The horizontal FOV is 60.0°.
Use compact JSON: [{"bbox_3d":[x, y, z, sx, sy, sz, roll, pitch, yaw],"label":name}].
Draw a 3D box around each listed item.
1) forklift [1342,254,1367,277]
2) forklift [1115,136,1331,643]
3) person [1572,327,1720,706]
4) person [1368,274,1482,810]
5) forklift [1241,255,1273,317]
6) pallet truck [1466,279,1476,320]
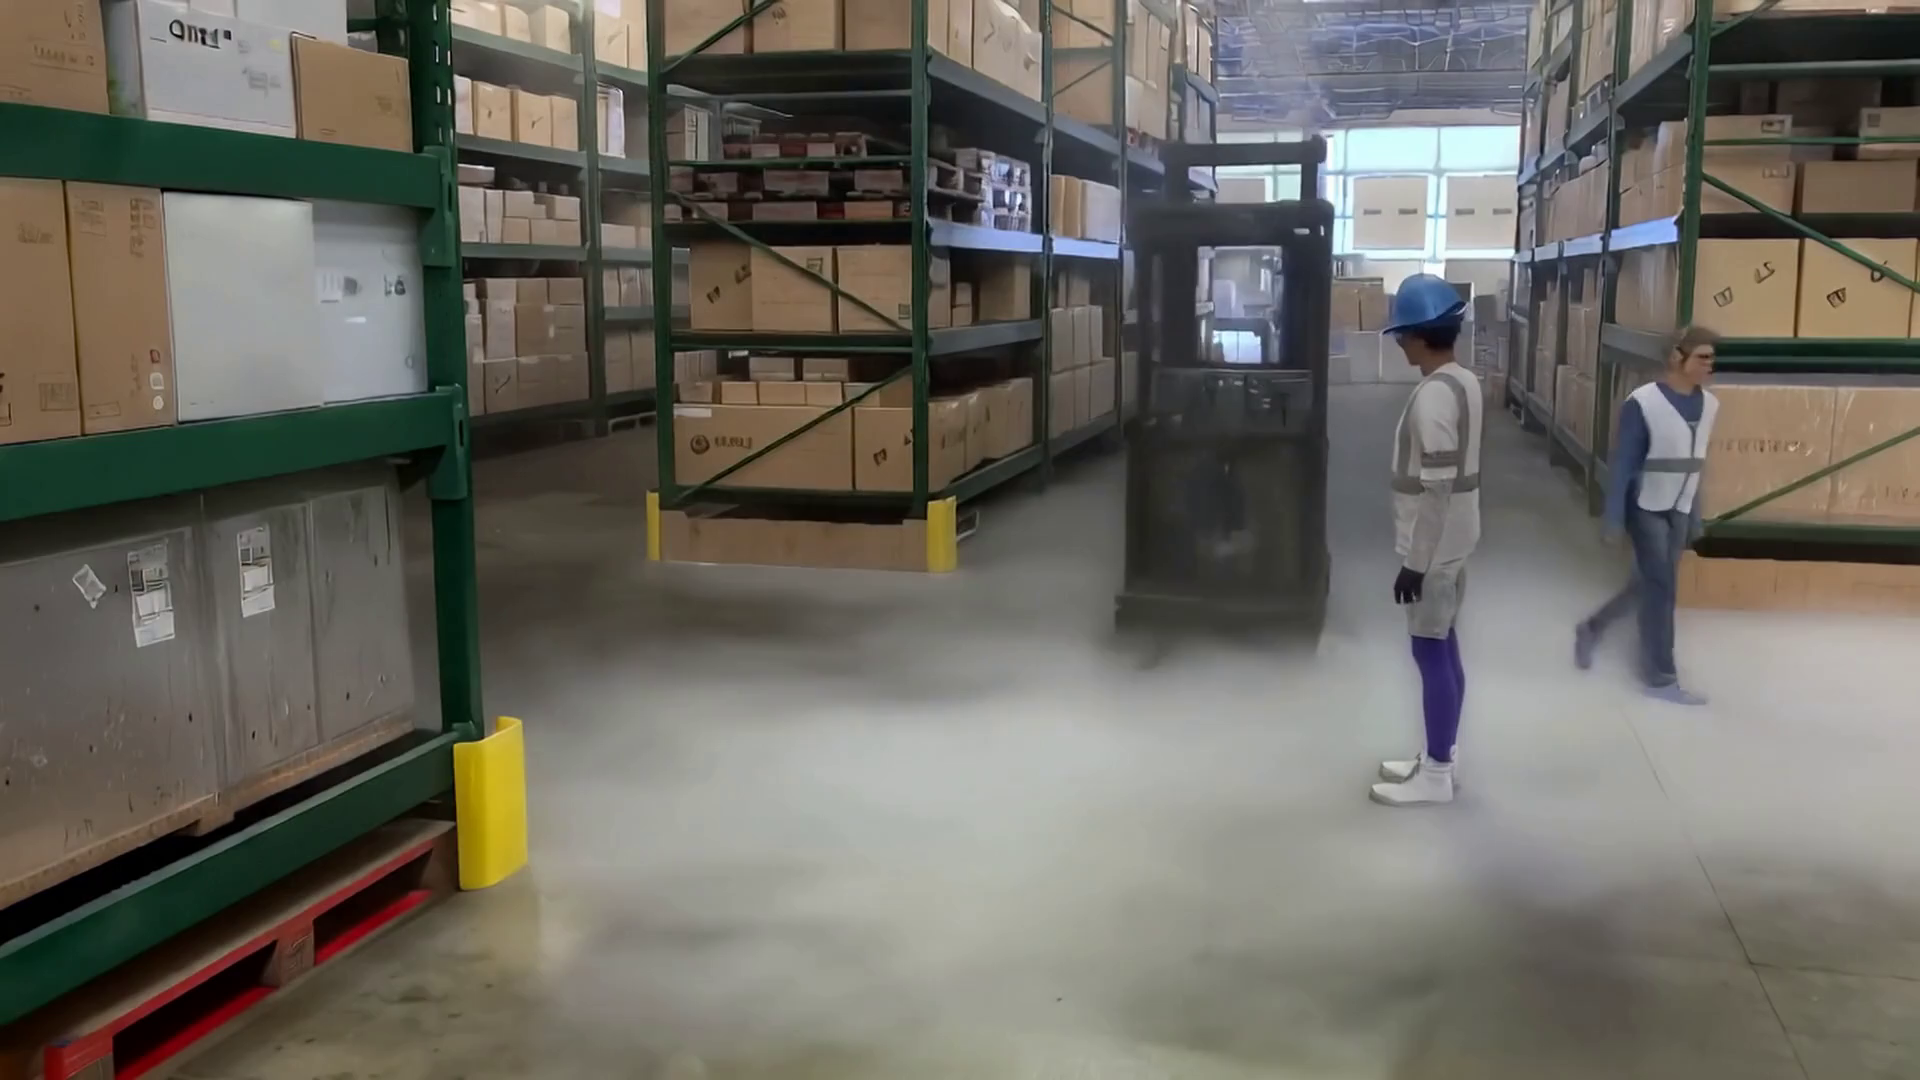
[{"bbox_3d":[13.037,-8.079,55.101,1.873,2.768,1.129,-4,10,-22],"label":"forklift"},{"bbox_3d":[1.643,-0.958,9.862,1.129,2.768,1.873,2,9,15],"label":"forklift"},{"bbox_3d":[3.340,-0.146,8.120,0.592,1.810,0.785,-5,10,-30],"label":"person"},{"bbox_3d":[1.777,0.014,6.363,0.392,2.034,0.605,4,10,24],"label":"person"},{"bbox_3d":[10.551,-8.662,58.805,1.129,2.768,1.873,2,9,15],"label":"forklift"},{"bbox_3d":[18.896,-8.459,60.307,1.885,1.965,0.823,5,10,31],"label":"pallet truck"}]
